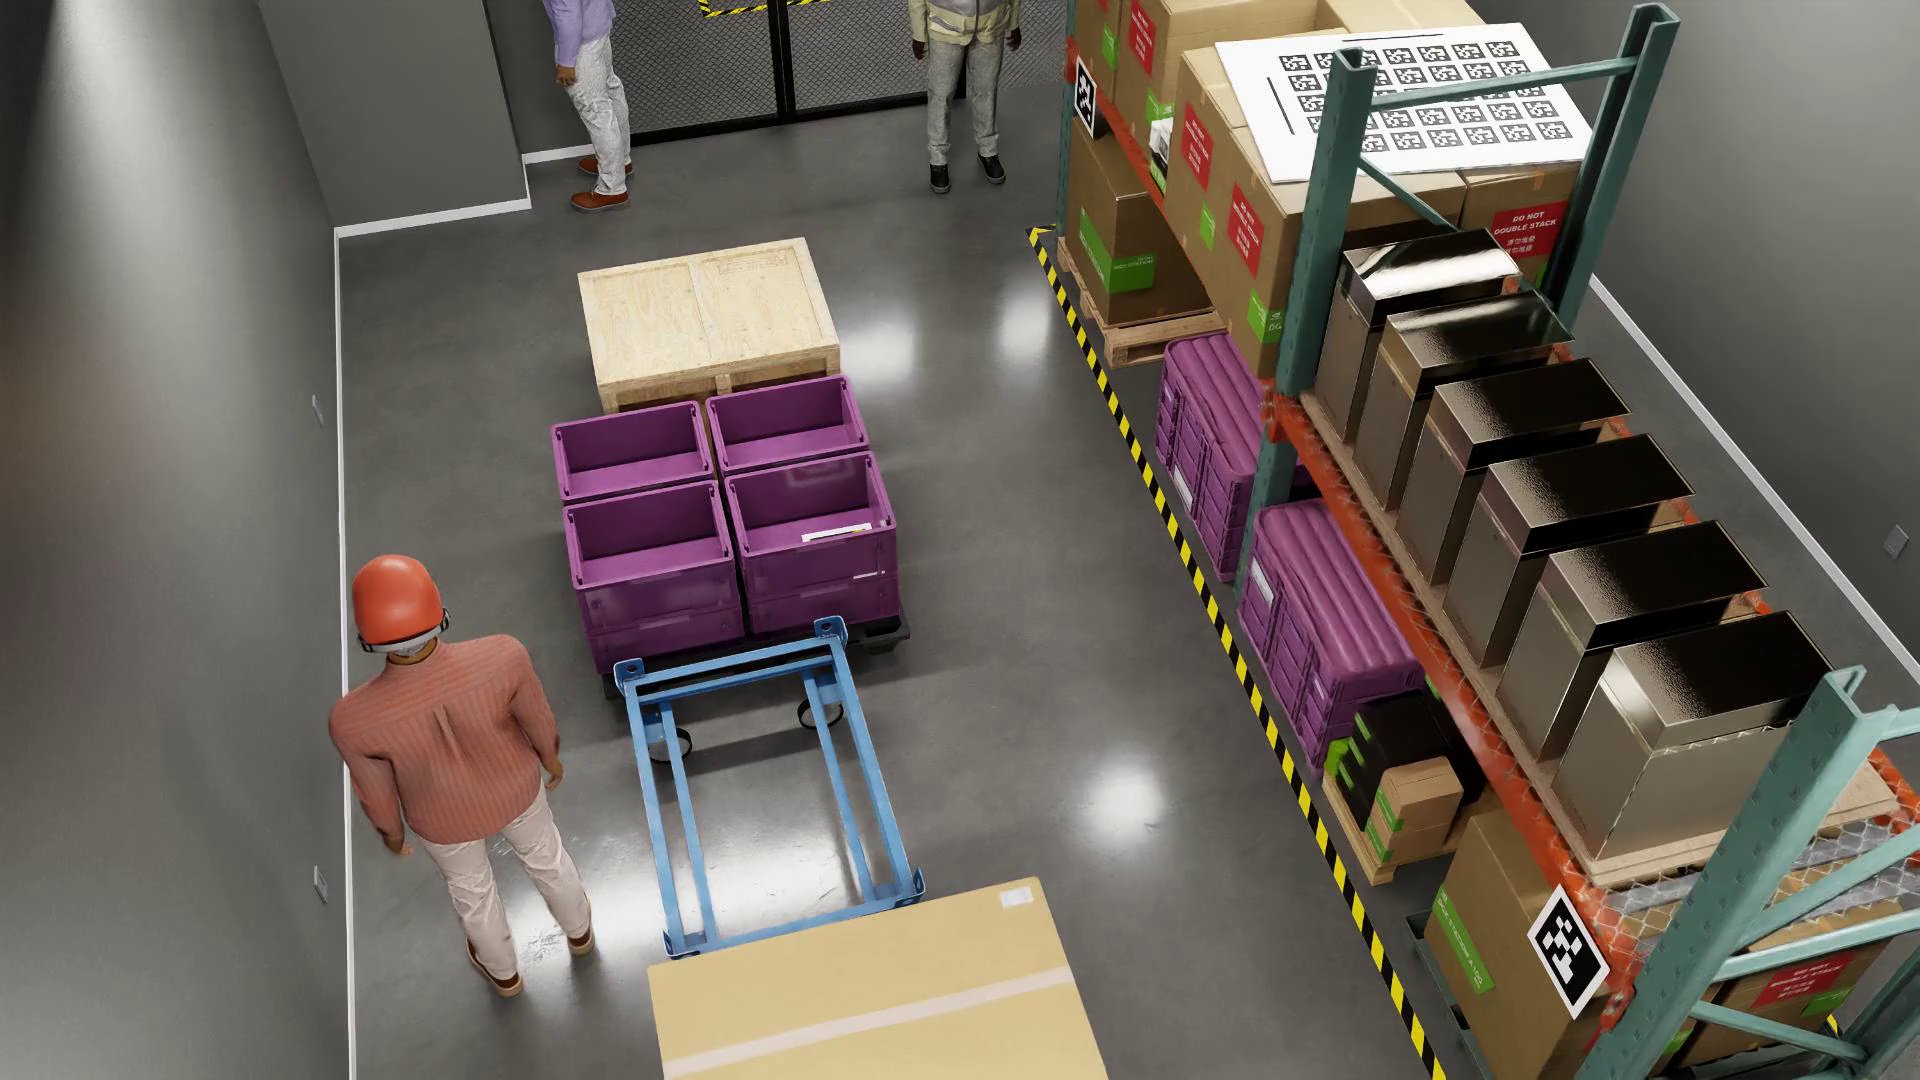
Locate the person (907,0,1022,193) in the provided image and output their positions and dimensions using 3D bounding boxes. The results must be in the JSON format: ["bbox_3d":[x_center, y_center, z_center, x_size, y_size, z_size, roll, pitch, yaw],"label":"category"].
[{"bbox_3d":[0.034,-2.599,8.344,0.598,1.832,0.404,-11,48,-10],"label":"person"}]

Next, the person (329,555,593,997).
[{"bbox_3d":[-1.517,0.763,5.147,0.608,1.996,0.382,-24,52,-20],"label":"person"}]

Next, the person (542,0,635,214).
[{"bbox_3d":[-1.883,-2.516,8.197,0.372,1.940,0.630,1,47,0],"label":"person"}]
